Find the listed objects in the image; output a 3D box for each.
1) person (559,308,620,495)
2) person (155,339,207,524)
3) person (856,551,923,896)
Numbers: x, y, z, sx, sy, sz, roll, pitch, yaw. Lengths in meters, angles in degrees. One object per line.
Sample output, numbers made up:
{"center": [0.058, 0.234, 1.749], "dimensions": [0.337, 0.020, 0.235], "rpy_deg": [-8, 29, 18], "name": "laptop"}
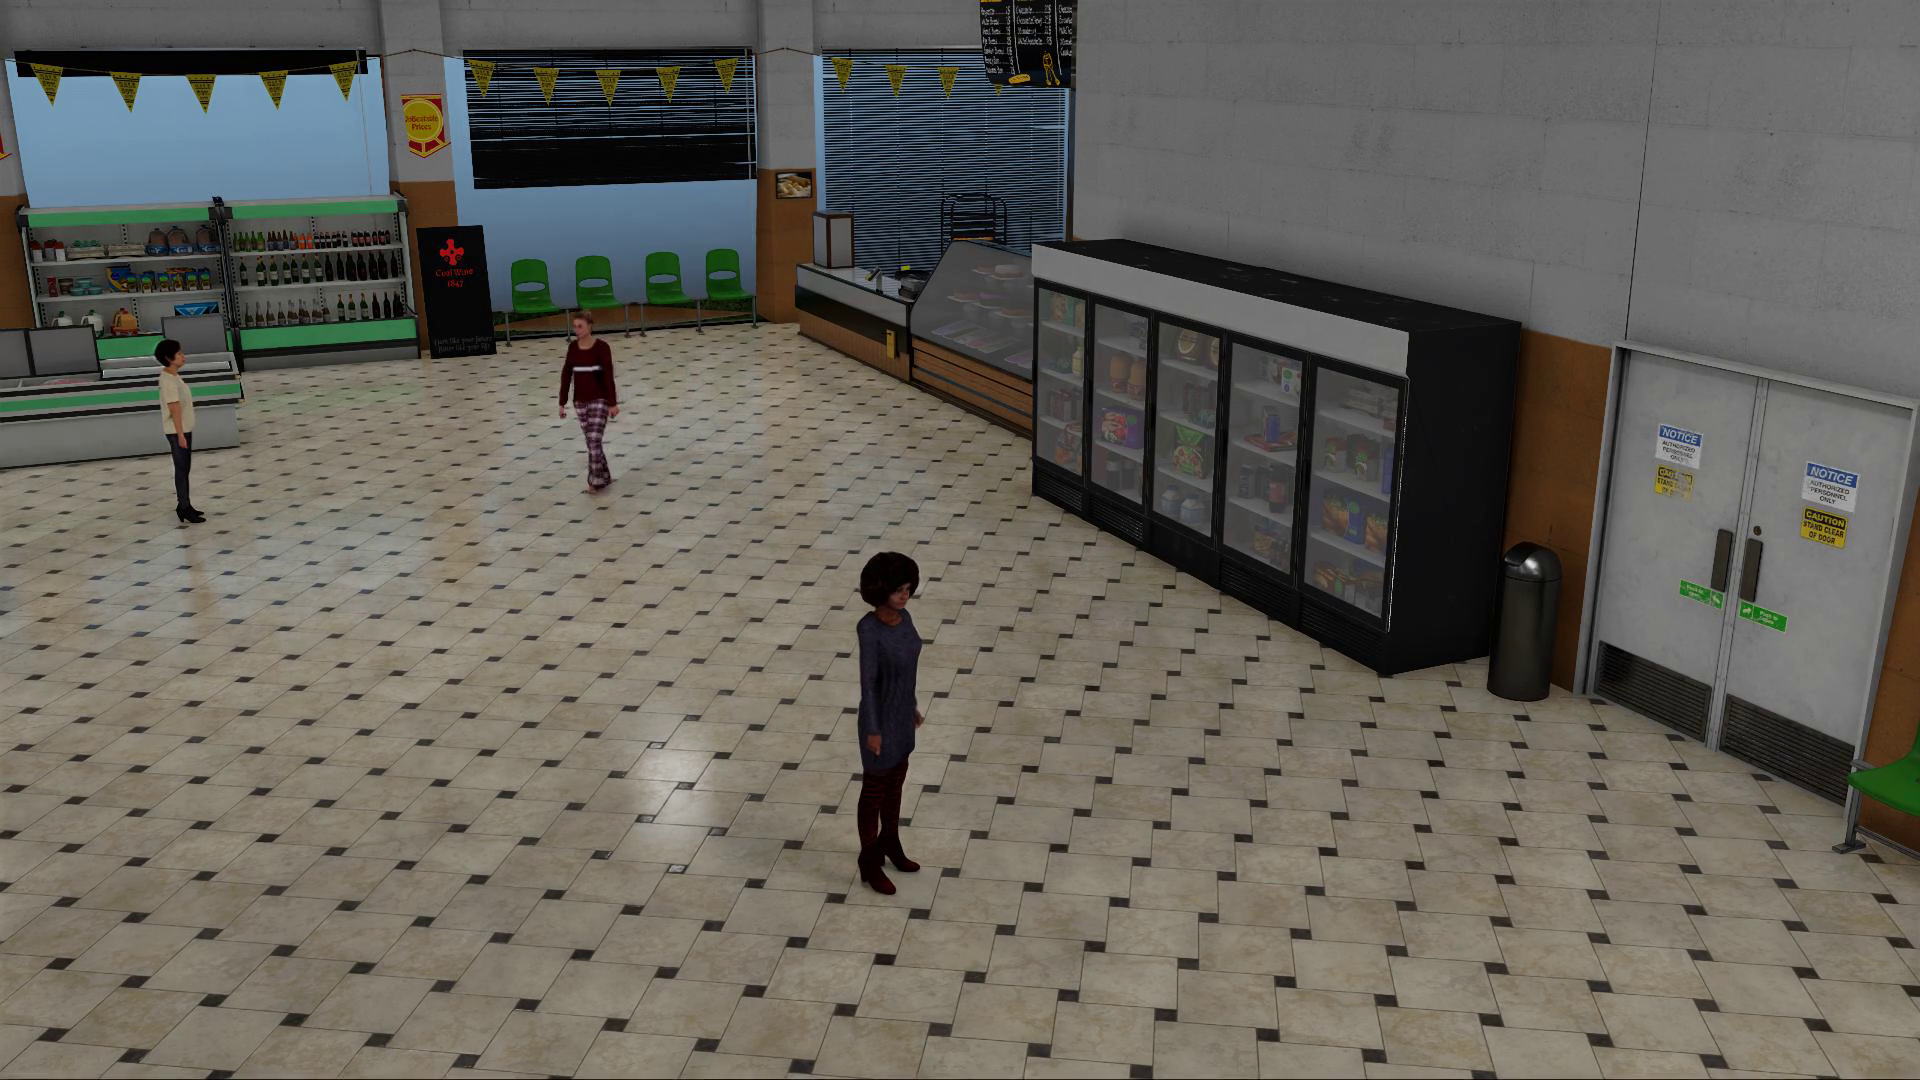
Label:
{"center": [-3.363, -1.292, 15.366], "dimensions": [0.879, 1.689, 0.938], "rpy_deg": [6, 18, 18], "name": "person"}
{"center": [-6.762, -0.946, 14.402], "dimensions": [0.460, 1.588, 0.592], "rpy_deg": [-7, 18, -23], "name": "person"}
{"center": [-0.363, 0.880, 8.173], "dimensions": [0.717, 1.712, 0.625], "rpy_deg": [9, 19, 27], "name": "person"}
